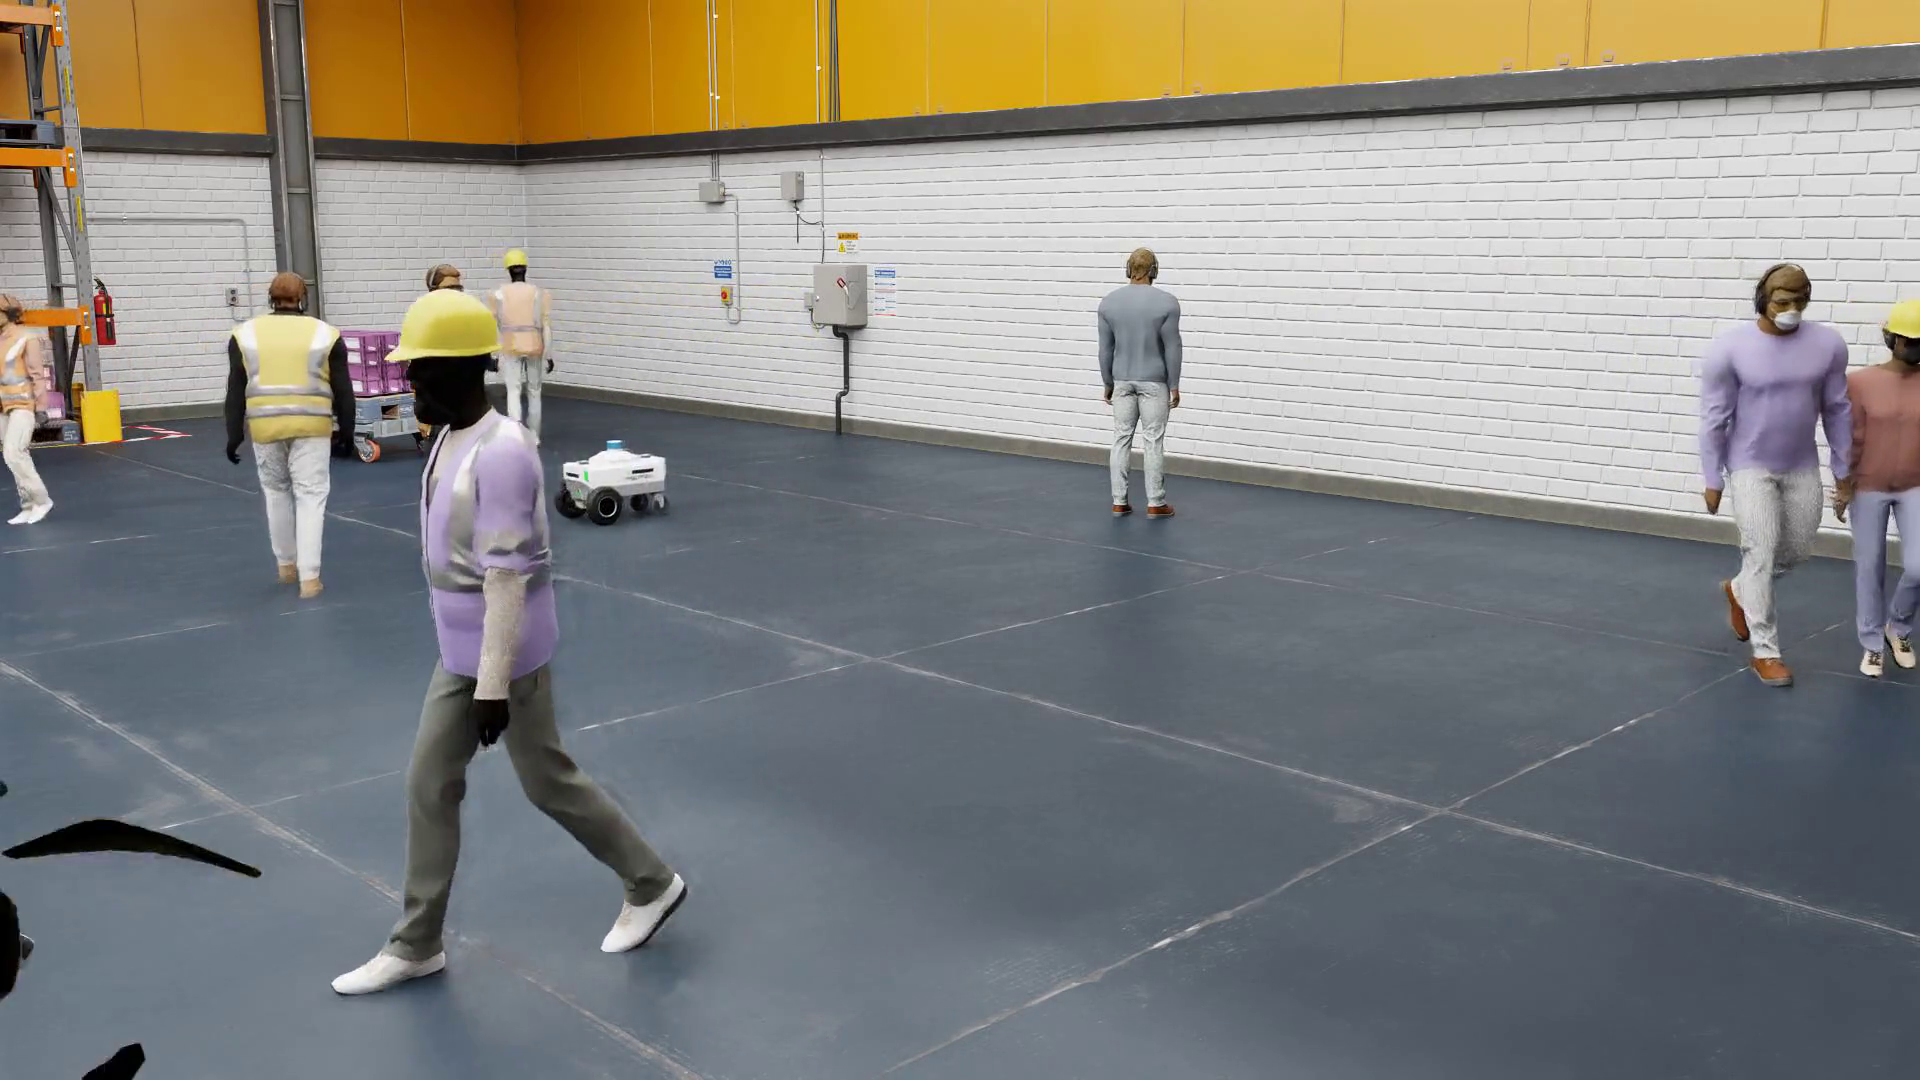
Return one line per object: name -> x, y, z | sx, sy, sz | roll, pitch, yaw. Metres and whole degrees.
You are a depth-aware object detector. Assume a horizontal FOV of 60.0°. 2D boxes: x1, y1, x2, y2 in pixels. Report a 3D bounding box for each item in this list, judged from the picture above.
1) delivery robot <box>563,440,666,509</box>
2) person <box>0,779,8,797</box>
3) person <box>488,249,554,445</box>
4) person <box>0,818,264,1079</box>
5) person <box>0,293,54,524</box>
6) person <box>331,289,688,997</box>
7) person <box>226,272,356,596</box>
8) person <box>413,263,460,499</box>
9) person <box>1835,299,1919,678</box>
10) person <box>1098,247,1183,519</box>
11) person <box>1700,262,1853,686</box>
delivery robot -> -2.465, -0.469, 11.901 | 0.707, 0.478, 0.477 | -10, 14, -43
person -> -3.742, 0.012, 5.803 | 0.515, 1.922, 0.551 | -3, 11, -14
person -> -4.156, -1.797, 15.755 | 0.590, 1.903, 0.794 | -3, 11, -14
person -> -0.560, 0.947, 1.024 | 0.523, 1.838, 0.600 | -6, 12, -29
person -> -6.595, -0.899, 11.596 | 0.524, 1.626, 0.396 | 6, 12, 28
person -> -1.216, 0.267, 4.516 | 0.949, 1.893, 0.608 | -7, 12, -32
person -> -3.820, -0.620, 9.567 | 0.664, 1.805, 0.852 | -2, 11, -13
person -> -3.248, -0.820, 10.551 | 0.345, 1.846, 0.505 | 5, 11, 25
person -> 4.247, -0.223, 7.575 | 0.522, 1.744, 0.385 | 4, 11, 19
person -> 1.291, -1.114, 11.909 | 0.630, 1.937, 0.373 | 5, 12, 26
person -> 3.704, -0.324, 7.690 | 0.690, 1.905, 0.754 | 0, 10, 0
